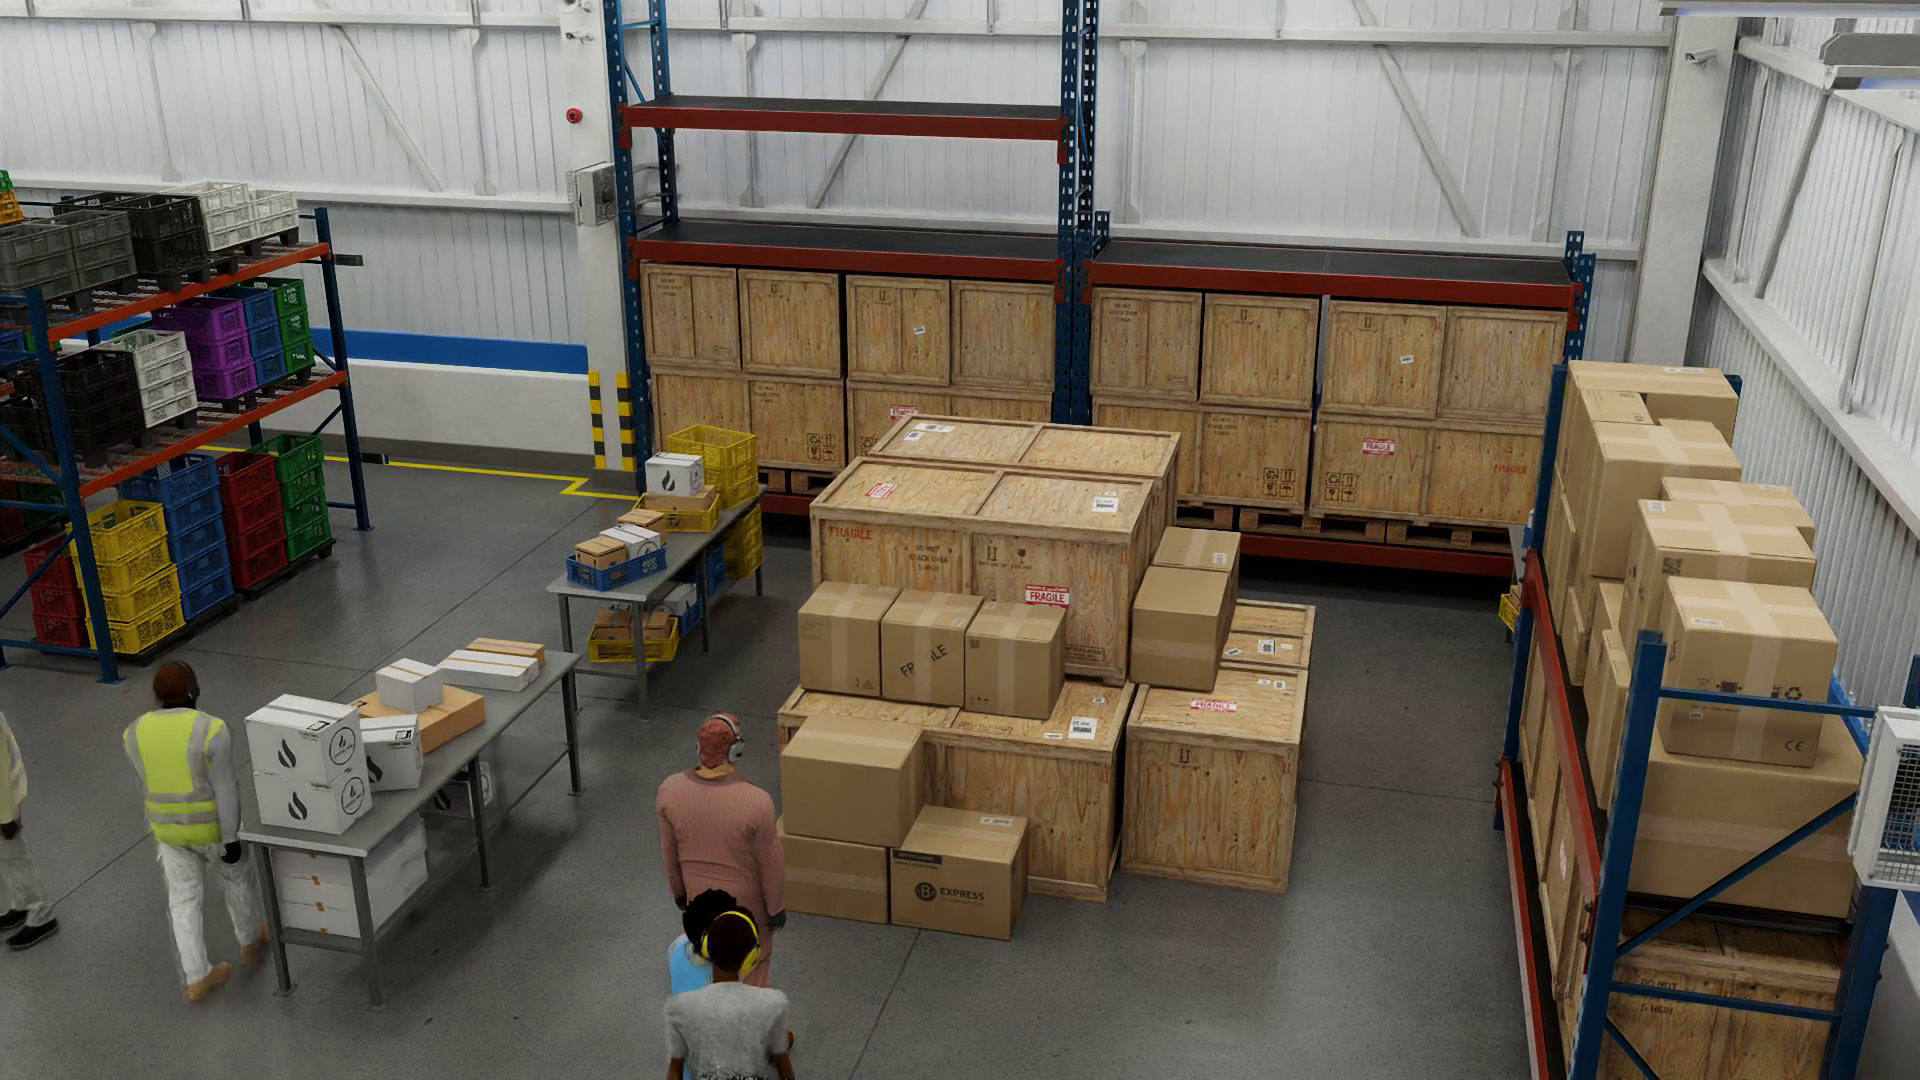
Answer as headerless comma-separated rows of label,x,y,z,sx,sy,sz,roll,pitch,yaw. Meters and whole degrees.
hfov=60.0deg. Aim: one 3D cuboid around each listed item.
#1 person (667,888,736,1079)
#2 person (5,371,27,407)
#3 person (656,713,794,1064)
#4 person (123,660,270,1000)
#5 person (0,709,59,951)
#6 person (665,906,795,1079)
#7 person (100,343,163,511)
person,-1.069,2.250,7.157,0.320,1.687,0.533,-13,25,-31
person,-10.405,-2.071,18.257,0.548,1.850,0.750,-7,22,-17
person,-1.137,1.733,8.208,0.638,1.903,0.408,7,22,18
person,-4.087,1.521,8.924,0.645,1.786,0.783,2,21,6
person,-5.391,1.415,9.171,0.443,1.814,0.608,-18,28,-40
person,-0.897,2.333,6.767,0.536,1.812,0.789,-5,21,-12
person,-7.445,-0.832,14.886,0.634,1.946,0.396,5,21,12
